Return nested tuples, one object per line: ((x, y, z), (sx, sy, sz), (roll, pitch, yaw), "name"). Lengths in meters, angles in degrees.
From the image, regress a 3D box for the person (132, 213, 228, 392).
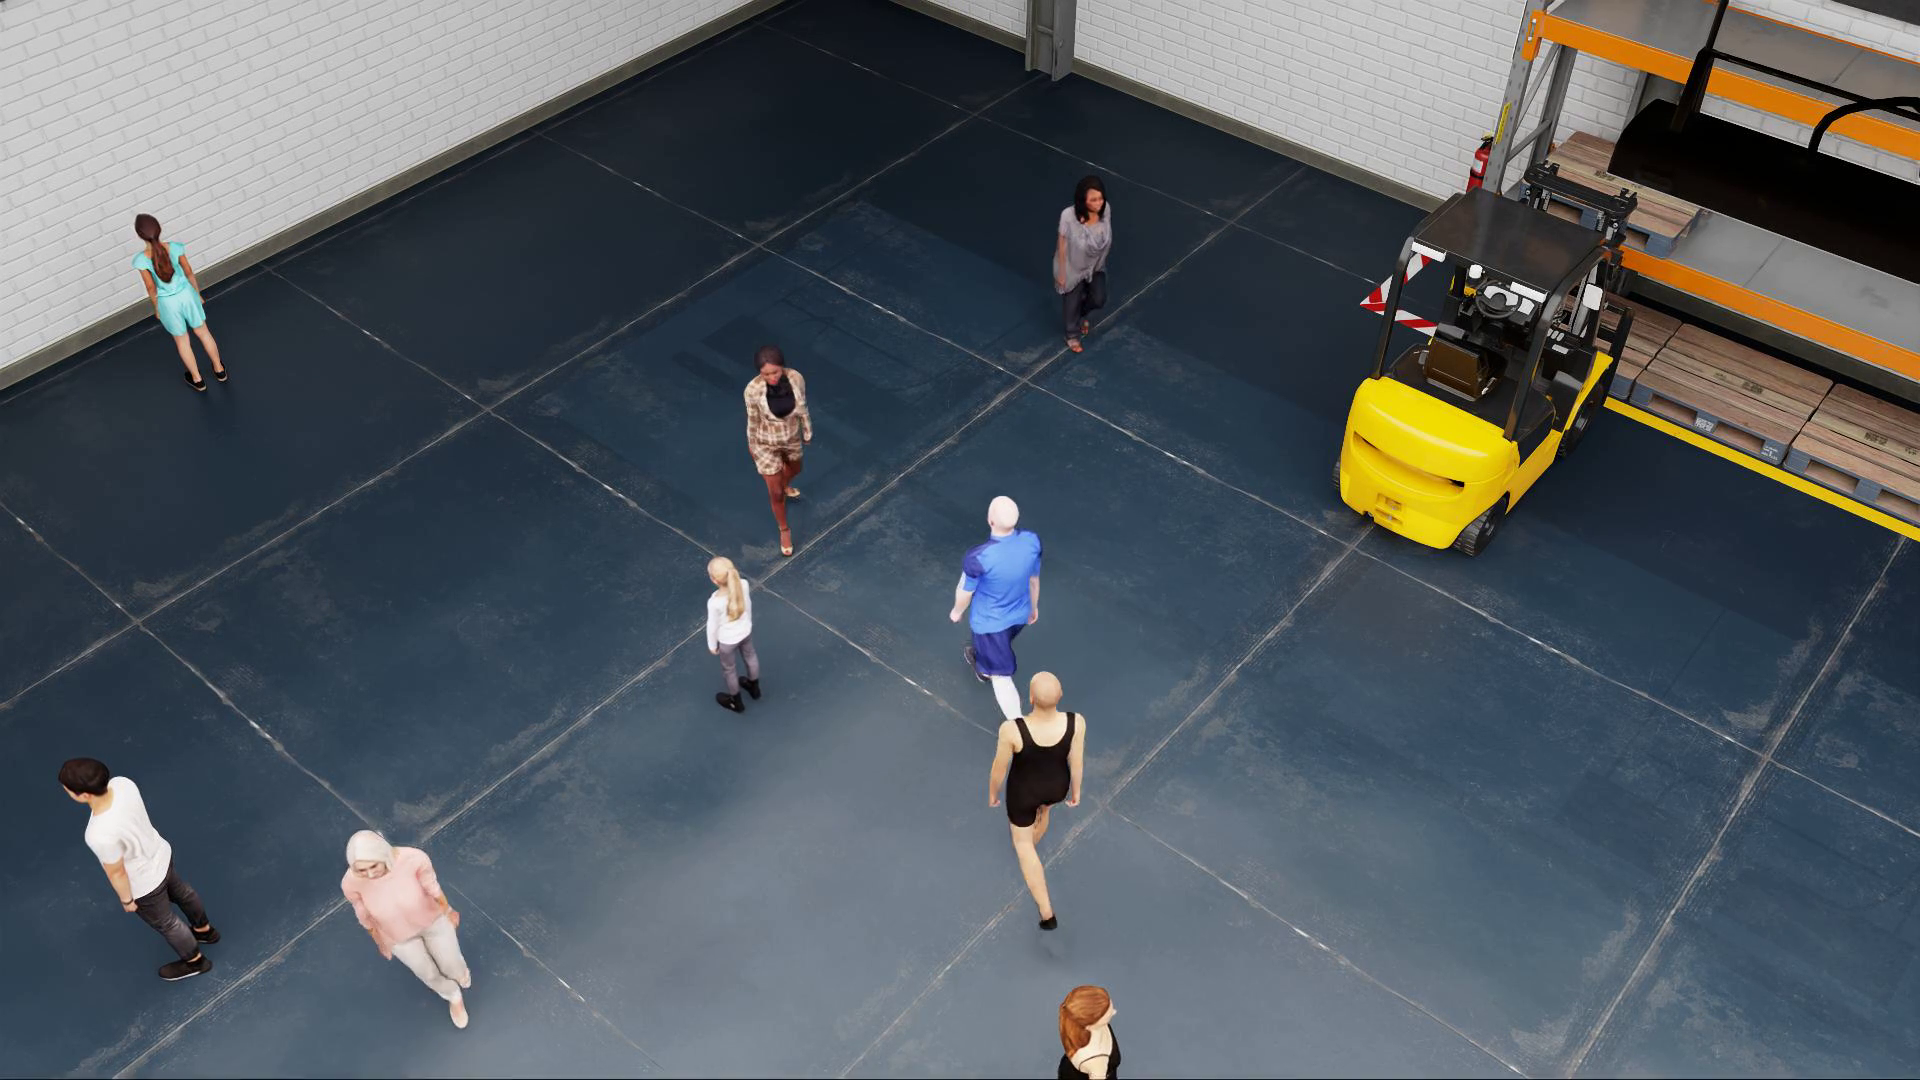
((-6.023, -1.845, 12.785), (0.582, 1.558, 0.592), (-30, 51, -28), "person")

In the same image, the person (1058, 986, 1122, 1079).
((0.583, 2.615, 8.057), (0.762, 1.624, 0.696), (-7, 44, -7), "person")

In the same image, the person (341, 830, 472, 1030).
((-2.885, 1.947, 8.701), (0.760, 1.701, 0.800), (-21, 47, -20), "person")

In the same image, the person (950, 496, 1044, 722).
((0.273, 0.528, 10.122), (0.887, 1.796, 1.263), (-26, 49, -24), "person")

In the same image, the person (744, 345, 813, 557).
((-1.255, -0.693, 11.428), (0.799, 1.762, 0.944), (-24, 49, -23), "person")

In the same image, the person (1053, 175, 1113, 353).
((0.927, -2.238, 13.175), (0.783, 1.589, 0.850), (-17, 46, -17), "person")

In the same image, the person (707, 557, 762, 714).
((-1.410, 0.589, 10.434), (0.509, 1.277, 0.541), (-33, 53, -30), "person")

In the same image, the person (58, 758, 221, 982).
((-4.375, 1.742, 8.904), (0.741, 1.717, 0.680), (-4, 44, -4), "person")

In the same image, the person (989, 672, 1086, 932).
((0.445, 1.442, 9.169), (1.059, 1.787, 1.208), (-10, 45, -11), "person")
